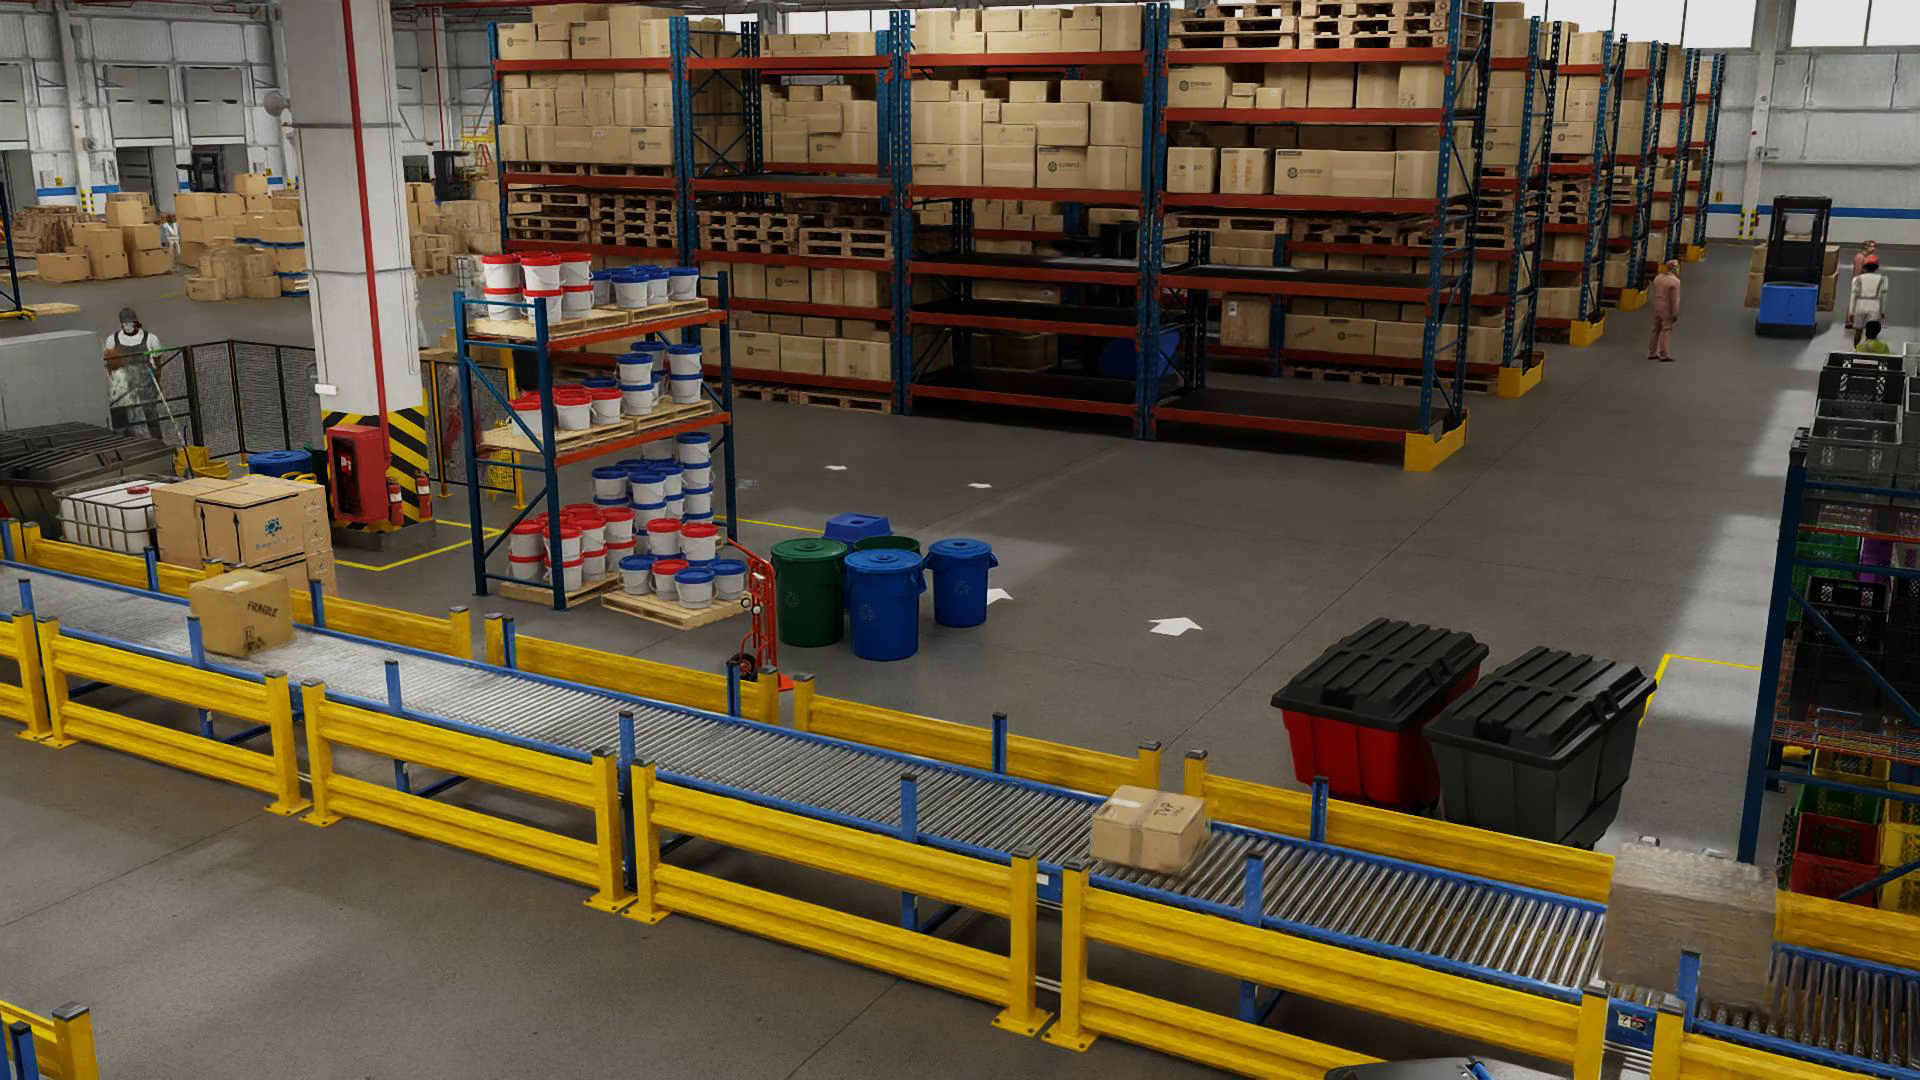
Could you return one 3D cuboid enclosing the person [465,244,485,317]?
[{"bbox_3d":[-10.935,-5.831,37.409,0.461,1.619,0.546,3,15,10],"label":"person"}]

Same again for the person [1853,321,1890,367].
[{"bbox_3d":[13.222,-2.367,24.307,0.550,1.668,0.567,-5,16,-17],"label":"person"}]

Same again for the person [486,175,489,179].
[{"bbox_3d":[-20.618,-15.495,73.191,0.576,1.922,0.643,-9,17,-30],"label":"person"}]

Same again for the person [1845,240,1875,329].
[{"bbox_3d":[19.228,-5.439,35.443,0.638,1.899,0.397,-14,21,-43],"label":"person"}]

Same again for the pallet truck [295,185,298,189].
[{"bbox_3d":[-26.804,-14.617,69.738,1.885,1.965,0.823,-14,20,-42],"label":"pallet truck"}]

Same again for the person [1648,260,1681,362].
[{"bbox_3d":[13.213,-4.286,31.099,0.400,1.902,0.642,-5,16,-18],"label":"person"}]

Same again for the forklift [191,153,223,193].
[{"bbox_3d":[-27.850,-12.924,61.683,1.873,2.768,1.129,8,17,28],"label":"forklift"}]

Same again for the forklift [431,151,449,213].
[{"bbox_3d":[-20.054,-13.651,64.417,1.873,2.768,1.129,0,15,0],"label":"forklift"}]

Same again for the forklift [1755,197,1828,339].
[{"bbox_3d":[17.260,-5.672,34.424,1.129,2.768,1.873,8,17,27],"label":"forklift"}]

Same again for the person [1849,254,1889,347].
[{"bbox_3d":[16.801,-4.274,30.808,0.630,2.024,0.666,8,17,27],"label":"person"}]

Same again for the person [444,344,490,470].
[{"bbox_3d":[-6.569,-1.779,22.015,0.922,1.722,0.538,8,17,27],"label":"person"}]

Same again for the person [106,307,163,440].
[{"bbox_3d":[-11.363,-2.190,22.942,0.684,2.000,0.538,-6,16,-21],"label":"person"}]

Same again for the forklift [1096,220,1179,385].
[{"bbox_3d":[2.657,-3.916,27.821,1.873,2.768,1.129,8,17,28],"label":"forklift"}]

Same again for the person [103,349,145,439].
[{"bbox_3d":[-11.222,-1.738,22.080,0.856,1.584,0.523,-8,17,-27],"label":"person"}]

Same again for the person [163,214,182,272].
[{"bbox_3d":[-22.277,-8.406,47.074,0.393,1.626,0.529,10,18,33],"label":"person"}]

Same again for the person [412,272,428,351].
[{"bbox_3d":[-10.783,-4.561,32.220,0.943,1.839,0.609,3,15,10],"label":"person"}]

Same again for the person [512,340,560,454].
[{"bbox_3d":[-5.871,-2.149,22.993,0.618,1.949,1.016,-11,18,-35],"label":"person"}]
